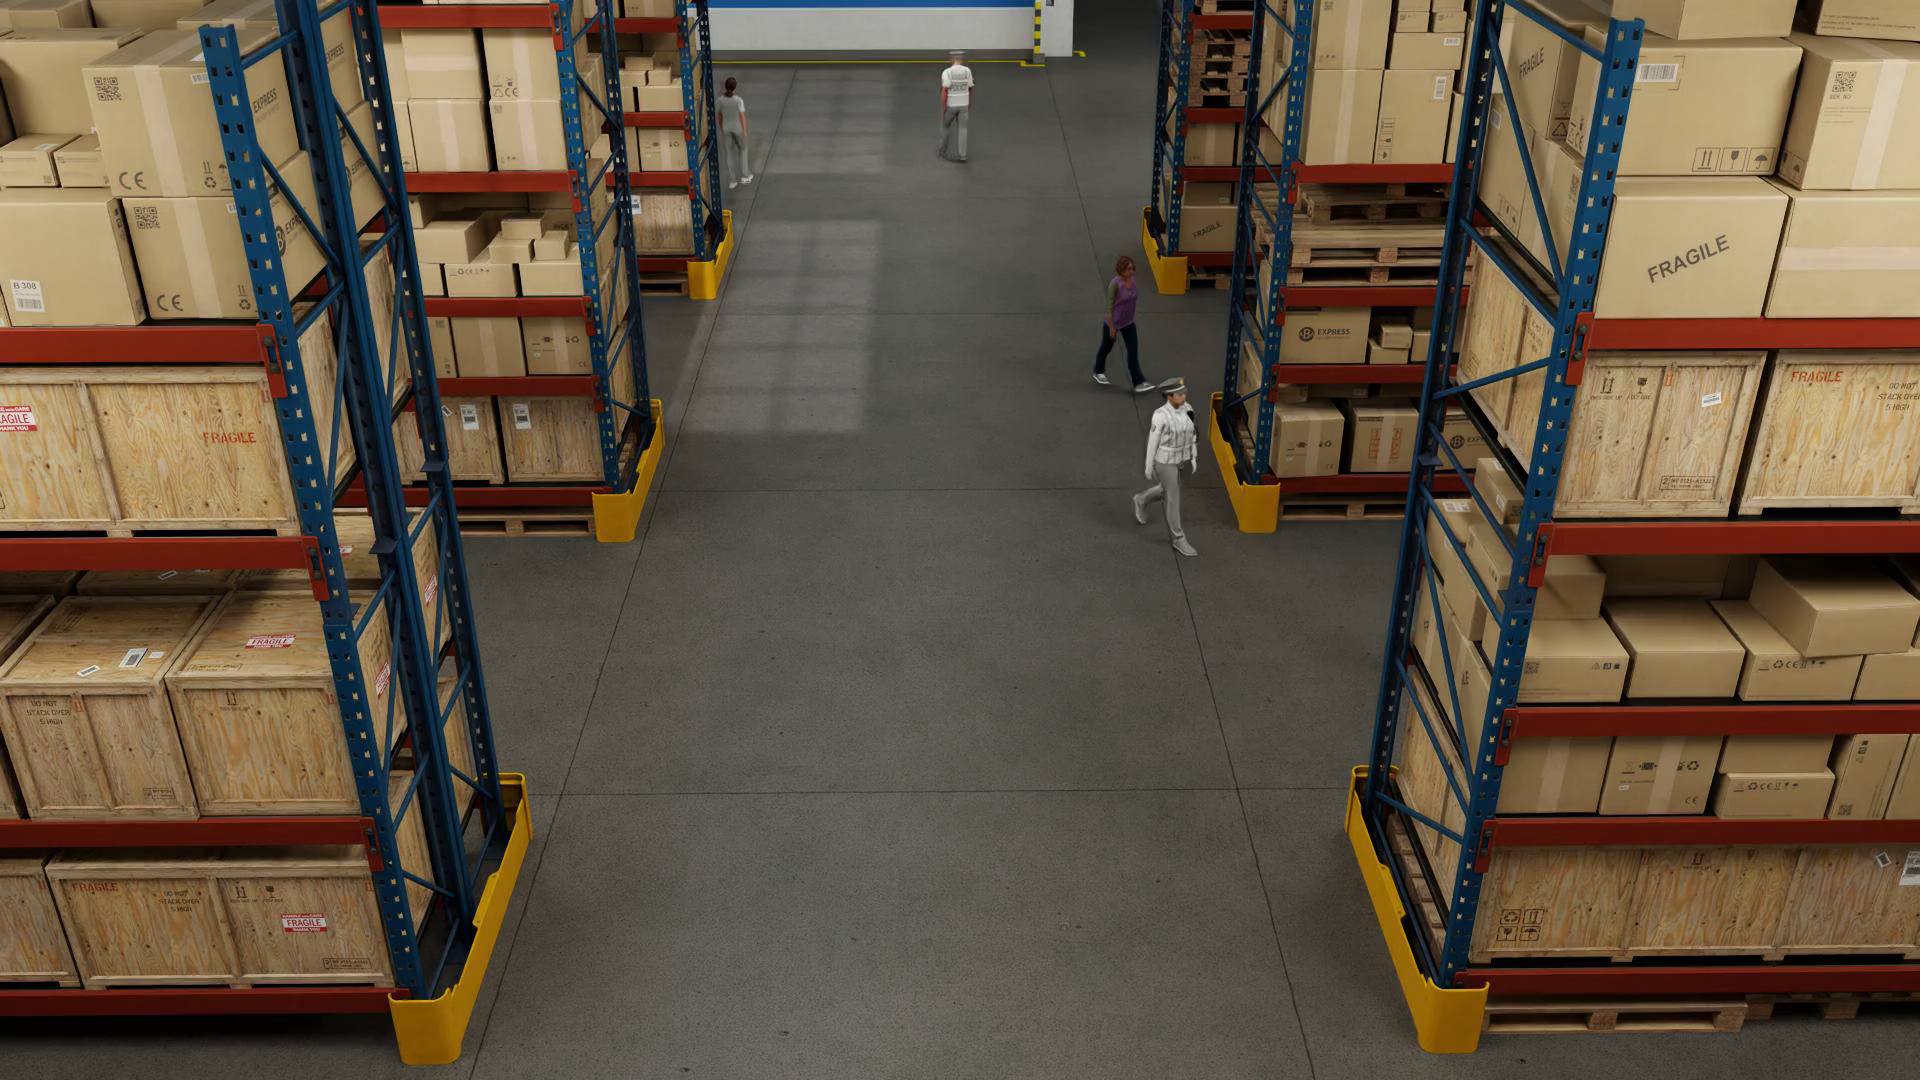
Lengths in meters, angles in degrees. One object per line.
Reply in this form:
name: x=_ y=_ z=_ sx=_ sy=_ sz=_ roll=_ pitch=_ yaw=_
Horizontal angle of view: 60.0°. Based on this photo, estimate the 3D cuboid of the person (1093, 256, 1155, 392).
person: x=1.830 y=-2.408 z=18.563 sx=0.453 sy=1.555 sz=0.886 roll=-17 pitch=33 yaw=-28

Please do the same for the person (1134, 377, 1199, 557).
person: x=1.948 y=-0.760 z=15.423 sx=0.491 sy=1.678 sz=0.904 roll=-22 pitch=35 yaw=-35

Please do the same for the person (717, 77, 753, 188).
person: x=-3.503 y=-6.349 z=25.779 sx=0.470 sy=1.654 sz=0.703 roll=2 pitch=28 yaw=5

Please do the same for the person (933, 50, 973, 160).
person: x=-0.096 y=-7.128 z=27.159 sx=0.554 sy=1.733 sz=0.783 roll=-8 pitch=29 yaw=-15
